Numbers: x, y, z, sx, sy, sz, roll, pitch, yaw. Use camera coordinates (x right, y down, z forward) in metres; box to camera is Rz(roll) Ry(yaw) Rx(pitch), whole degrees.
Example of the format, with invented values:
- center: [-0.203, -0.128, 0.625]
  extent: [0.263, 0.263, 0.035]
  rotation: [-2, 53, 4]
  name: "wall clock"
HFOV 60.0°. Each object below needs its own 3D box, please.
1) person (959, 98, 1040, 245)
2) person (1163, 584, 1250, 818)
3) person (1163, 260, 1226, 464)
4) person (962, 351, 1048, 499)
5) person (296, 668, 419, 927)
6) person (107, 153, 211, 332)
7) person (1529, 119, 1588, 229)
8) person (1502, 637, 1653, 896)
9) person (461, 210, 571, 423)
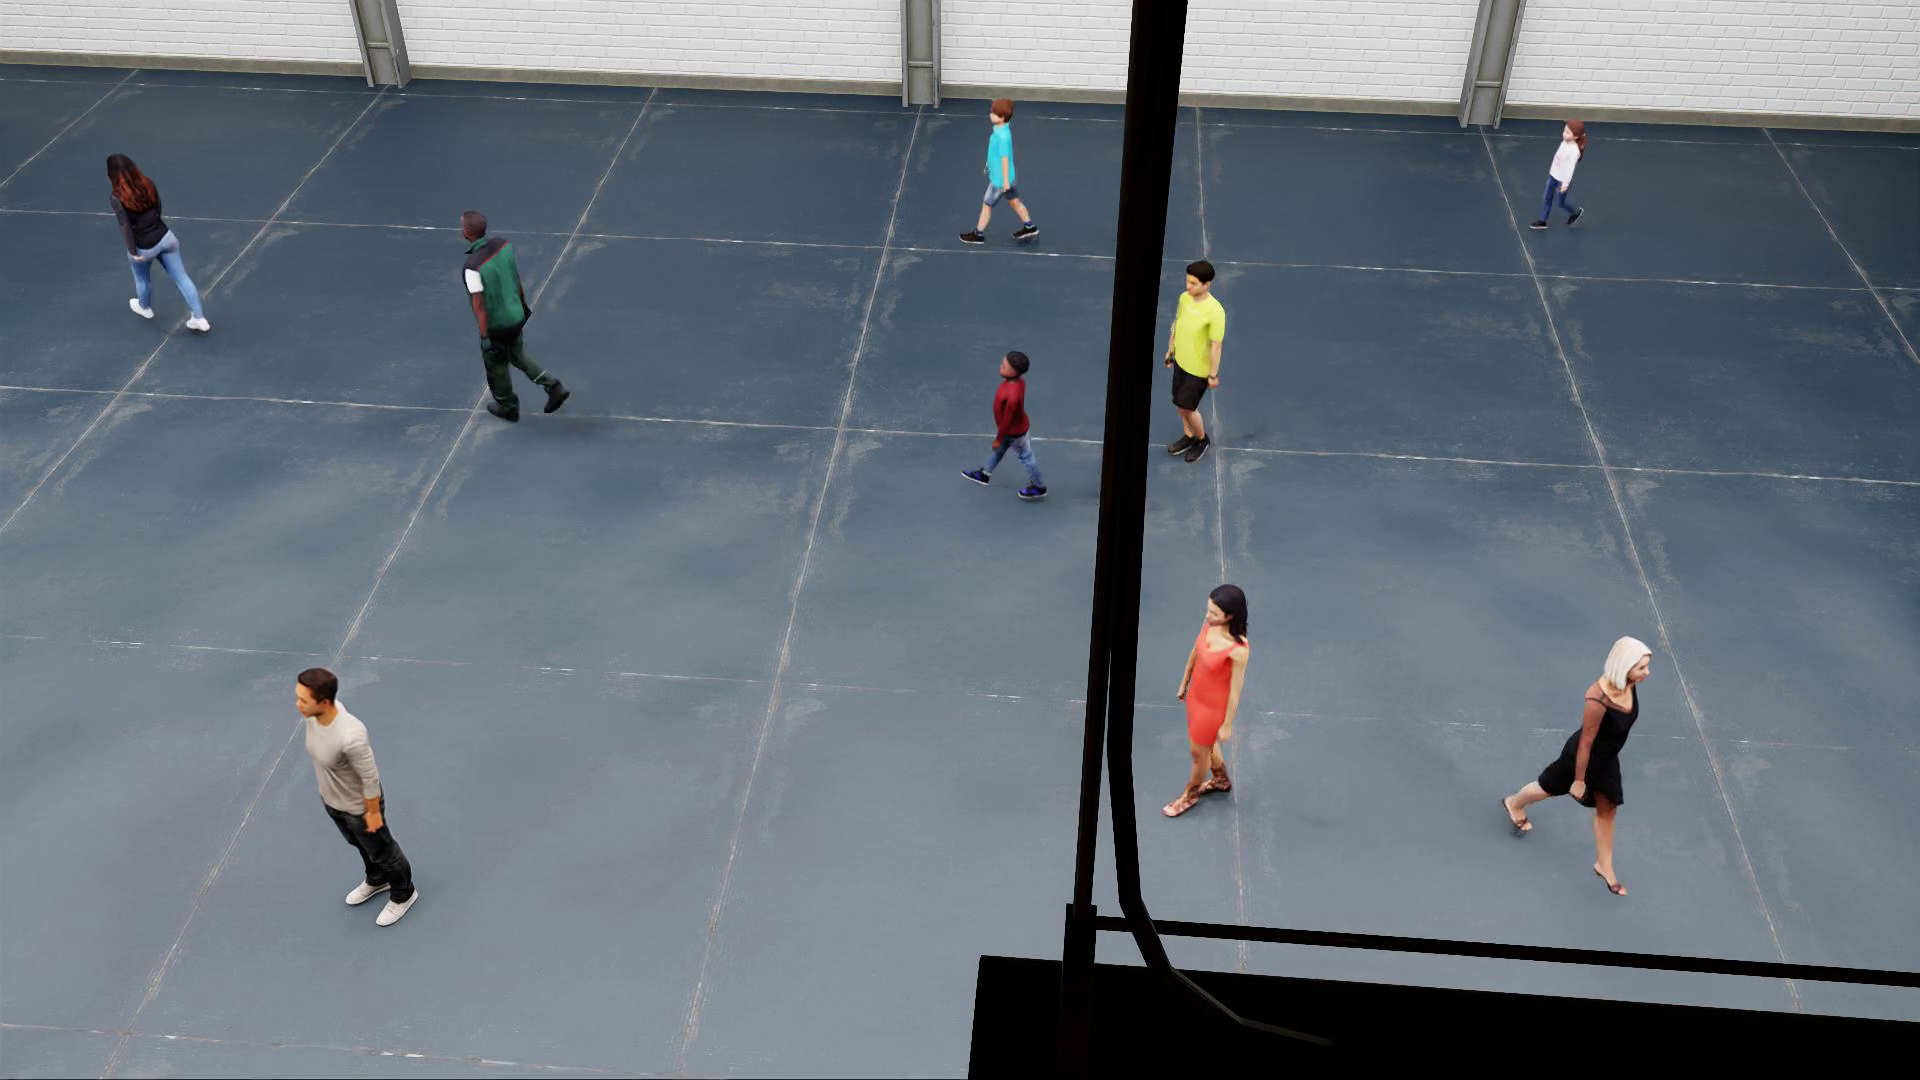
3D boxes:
- center: [0.456, -3.377, 15.311]
  extent: [0.967, 1.418, 0.544]
  rotation: [1, 39, 2]
  name: "person"
- center: [1.492, 0.929, 9.679]
  extent: [0.829, 1.717, 0.764]
  rotation: [-13, 40, -16]
  name: "person"
- center: [1.833, -1.386, 12.595]
  extent: [0.779, 1.695, 0.742]
  rotation: [-20, 43, -23]
  name: "person"
- center: [0.460, -0.819, 12.268]
  extent: [0.869, 1.218, 0.521]
  rotation: [2, 39, 2]
  name: "person"
- center: [-3.293, 1.375, 9.046]
  extent: [0.685, 1.811, 0.799]
  rotation: [27, 46, 29]
  name: "person"
- center: [-6.762, -2.469, 14.031]
  extent: [1.180, 1.597, 0.968]
  rotation: [22, 44, 26]
  name: "person"
- center: [5.697, -3.423, 15.625]
  extent: [0.742, 1.099, 0.553]
  rotation: [-6, 39, -8]
  name: "person"
- center: [3.474, 1.184, 9.374]
  extent: [1.091, 1.700, 1.118]
  rotation: [-26, 45, -28]
  name: "person"
- center: [-3.471, -1.670, 12.856]
  extent: [1.063, 1.816, 0.892]
  rotation: [13, 40, 15]
  name: "person"
